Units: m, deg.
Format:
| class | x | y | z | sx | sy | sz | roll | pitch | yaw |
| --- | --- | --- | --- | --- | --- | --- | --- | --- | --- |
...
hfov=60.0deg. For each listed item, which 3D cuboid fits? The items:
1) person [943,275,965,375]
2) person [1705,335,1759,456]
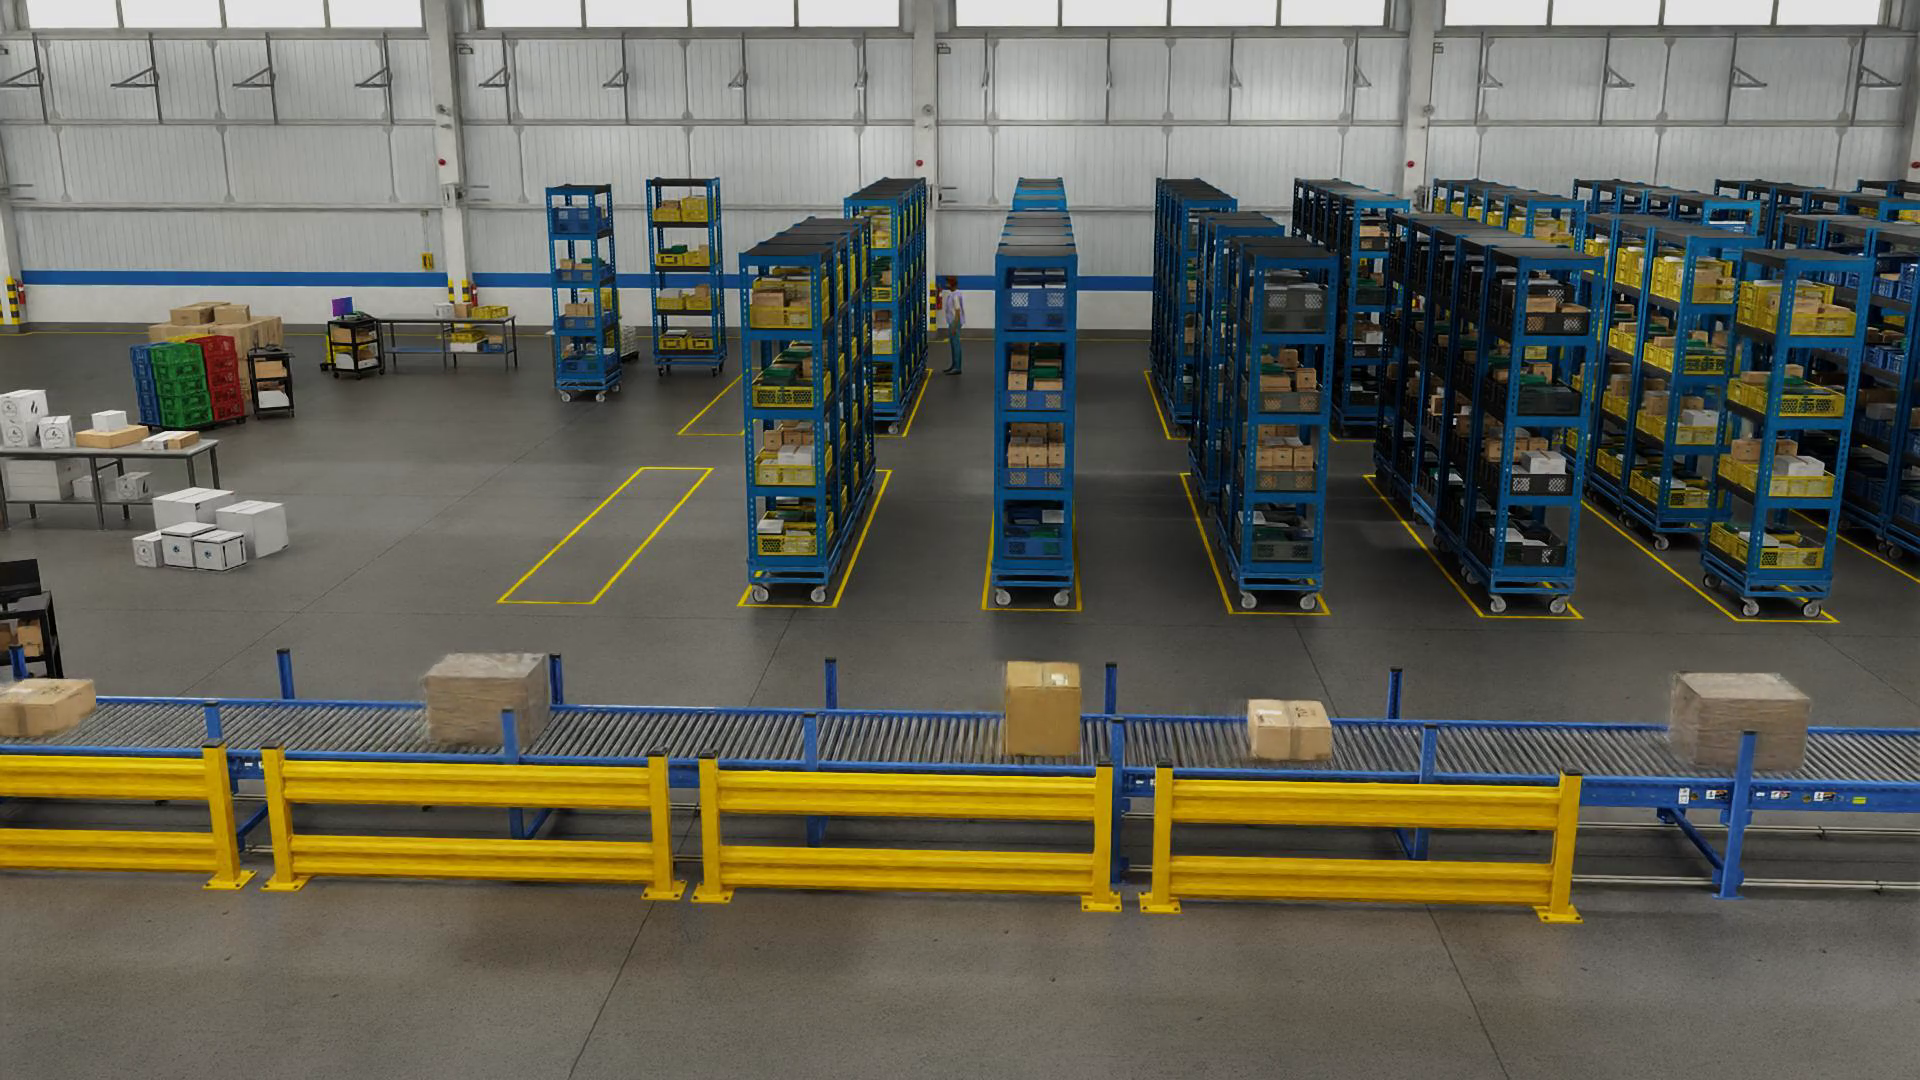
| class | x | y | z | sx | sy | sz | roll | pitch | yaw |
| --- | --- | --- | --- | --- | --- | --- | --- | --- | --- |
| person | -0.100 | -3.996 | 30.872 | 0.389 | 1.847 | 0.567 | -2 | 15 | -8 |
| person | 11.190 | -2.125 | 23.735 | 0.942 | 1.947 | 0.684 | 6 | 16 | 23 |
